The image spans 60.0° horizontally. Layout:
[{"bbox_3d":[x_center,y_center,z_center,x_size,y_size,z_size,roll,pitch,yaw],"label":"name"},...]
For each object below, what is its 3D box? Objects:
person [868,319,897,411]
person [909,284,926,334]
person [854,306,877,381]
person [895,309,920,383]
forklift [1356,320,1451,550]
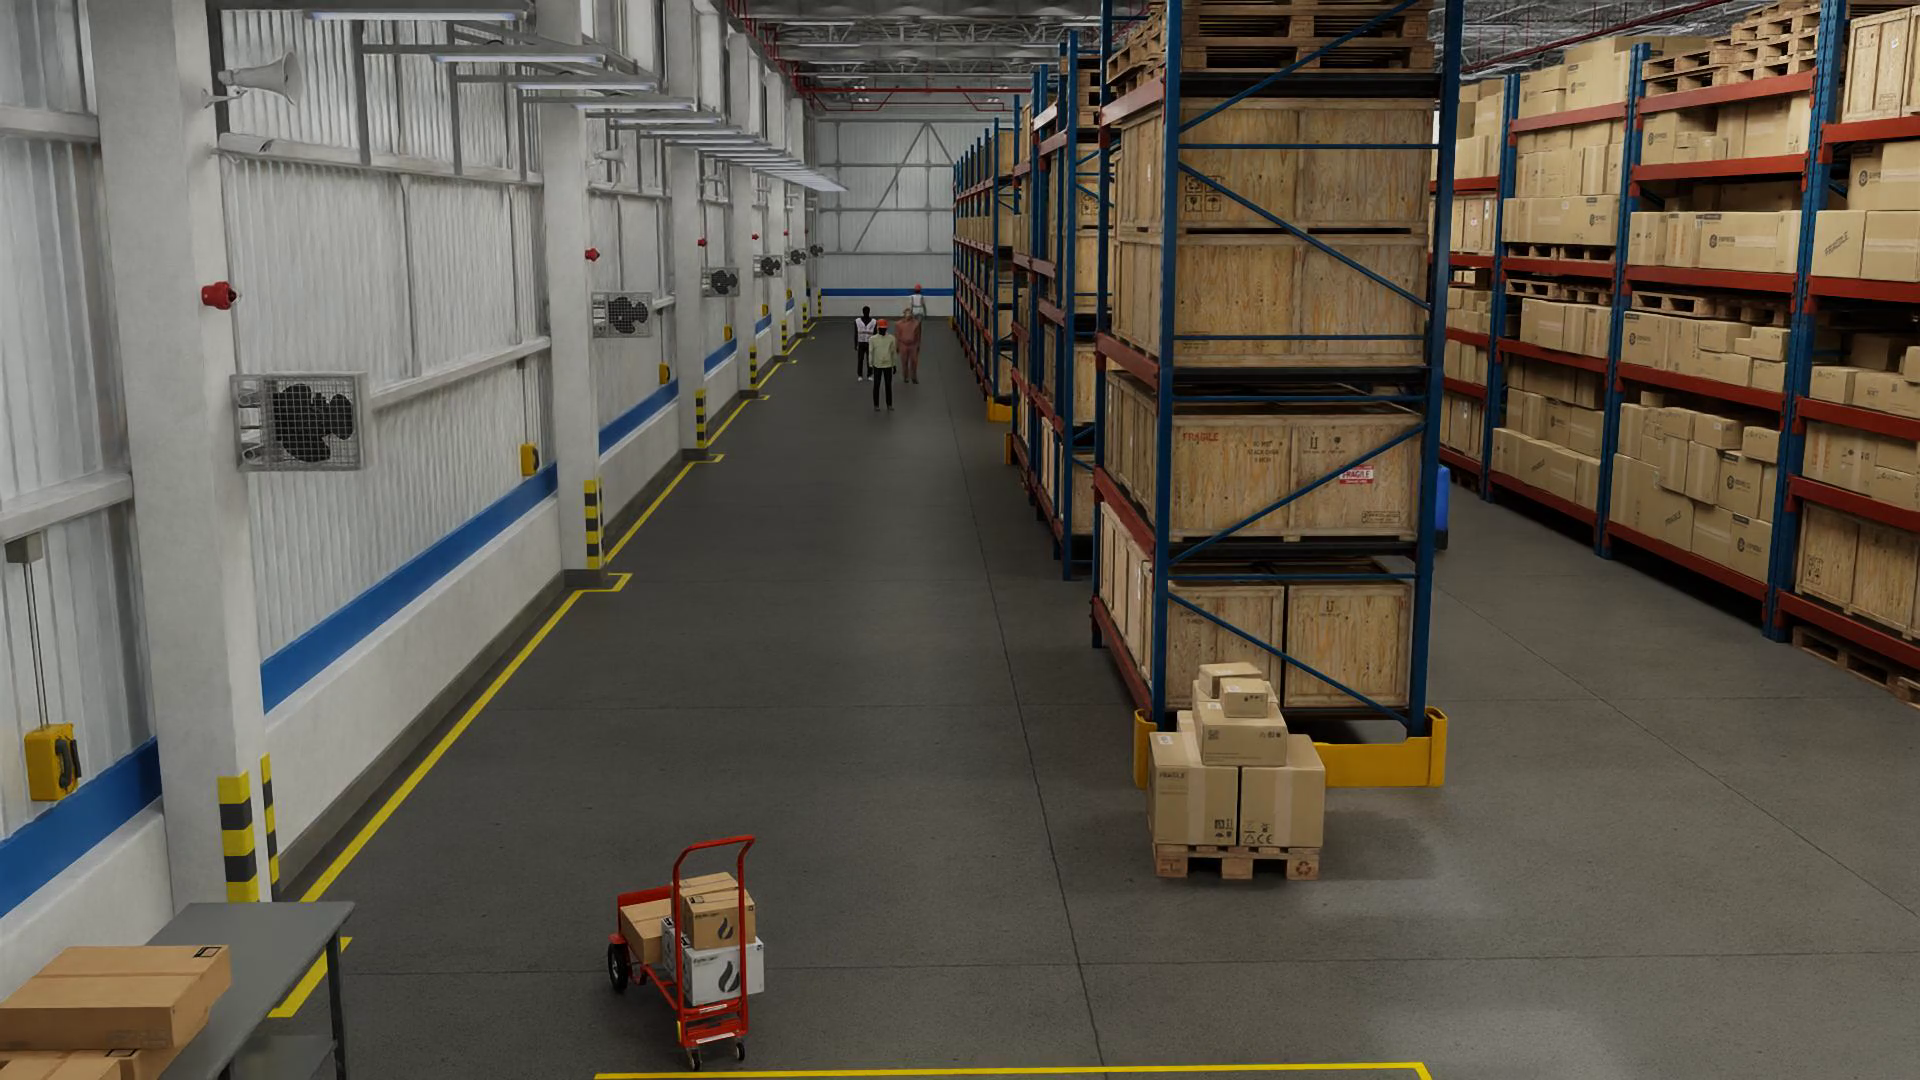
[{"bbox_3d":[-1.660,-3.757,35.731,0.613,1.989,0.403,-3,11,-16],"label":"person"},{"bbox_3d":[-1.449,-7.765,56.807,0.555,1.909,0.889,0,11,2],"label":"person"},{"bbox_3d":[-2.409,-5.025,42.544,0.600,1.907,0.411,-2,11,-9],"label":"person"},{"bbox_3d":[-1.284,-4.859,41.755,0.666,1.866,0.899,-3,11,-13],"label":"person"},{"bbox_3d":[5.437,-1.371,20.981,1.129,2.768,1.873,0,11,-2],"label":"forklift"}]
